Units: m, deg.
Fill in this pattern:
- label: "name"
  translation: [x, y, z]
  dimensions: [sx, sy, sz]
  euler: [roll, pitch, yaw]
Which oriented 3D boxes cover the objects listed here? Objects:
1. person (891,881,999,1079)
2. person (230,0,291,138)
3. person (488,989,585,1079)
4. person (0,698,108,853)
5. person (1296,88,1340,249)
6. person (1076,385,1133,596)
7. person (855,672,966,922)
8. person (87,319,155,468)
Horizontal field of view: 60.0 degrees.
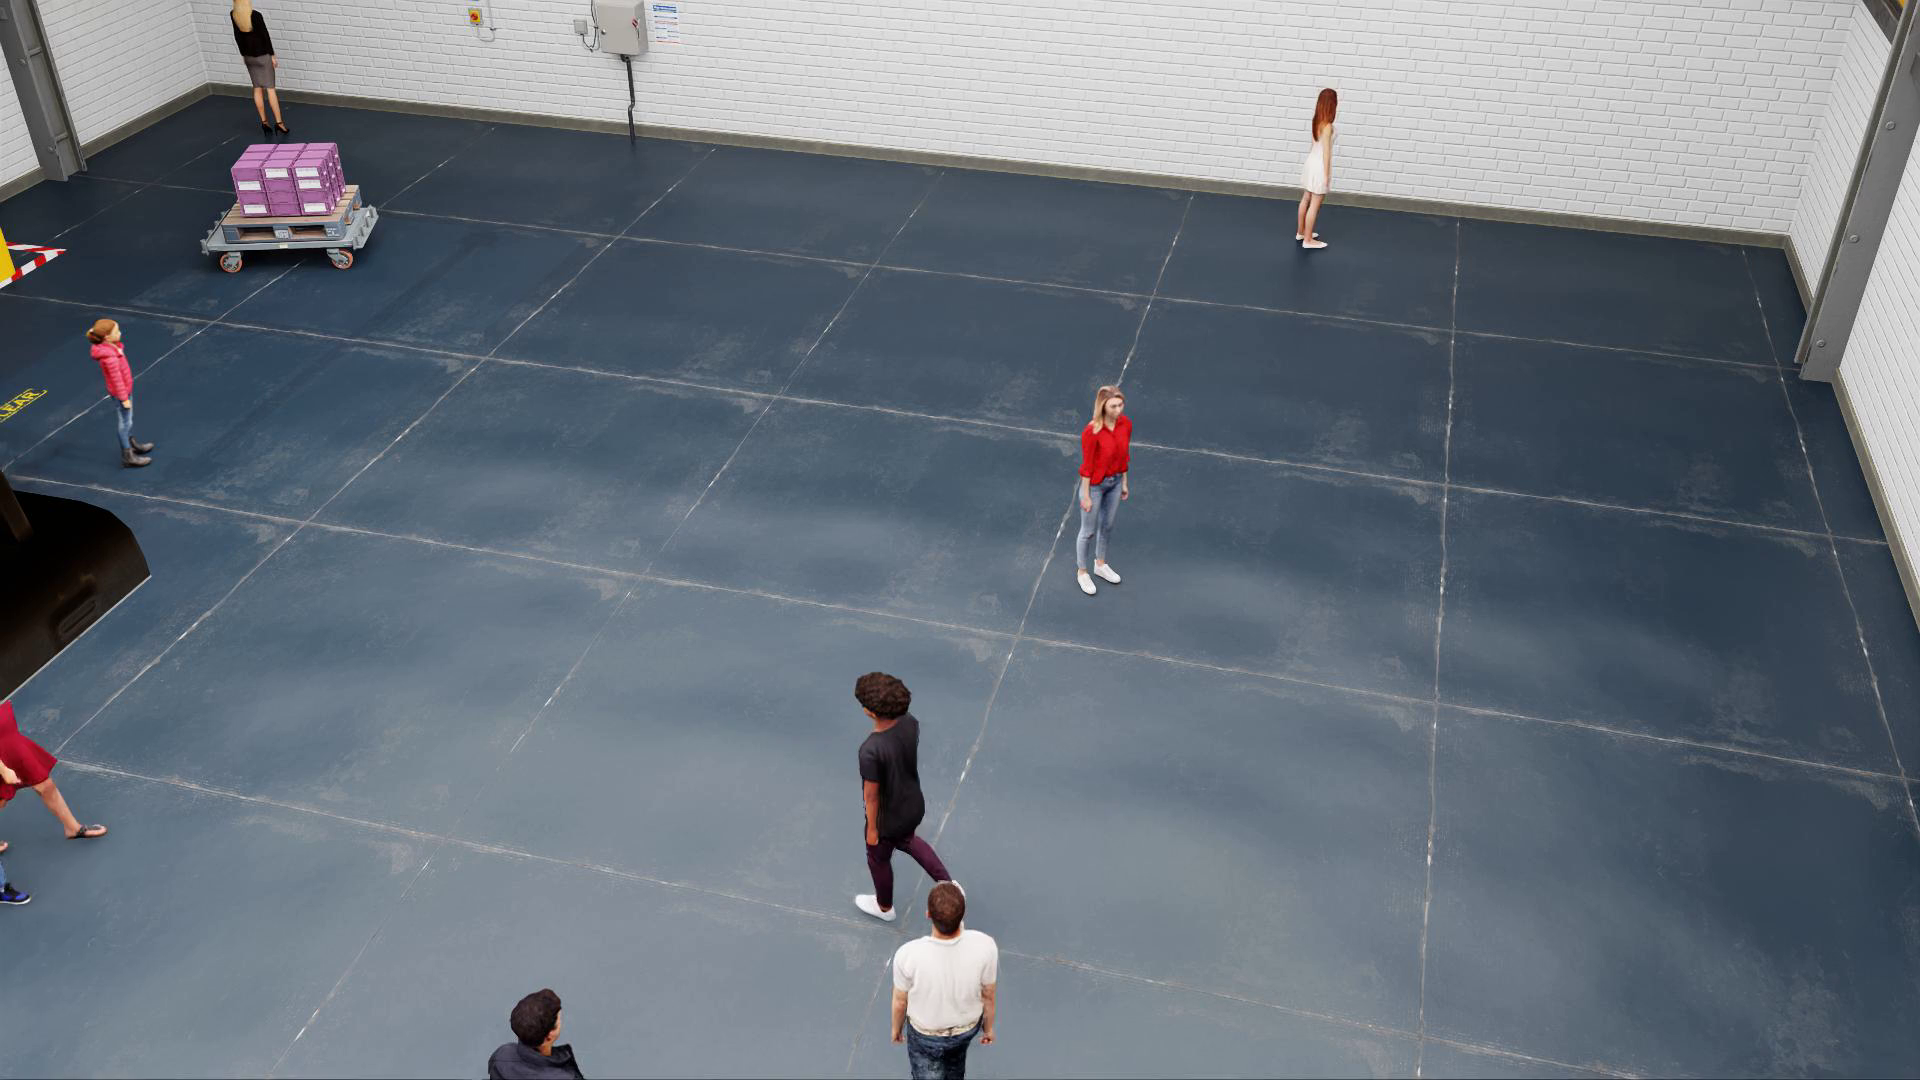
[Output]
- label: "person"
  translation: [-0.070, 2.437, 8.001]
  dimensions: [1.036, 1.823, 1.279]
  euler: [-7, 34, -10]
- label: "person"
  translation: [-8.668, -5.910, 20.540]
  dimensions: [0.614, 1.844, 0.564]
  euler: [5, 34, 8]
- label: "person"
  translation: [-1.839, 2.796, 7.378]
  dimensions: [0.880, 1.915, 0.805]
  euler: [19, 38, 26]
- label: "person"
  translation: [-5.837, 1.289, 9.996]
  dimensions: [0.737, 1.527, 1.008]
  euler: [1, 34, 2]
- label: "person"
  translation: [3.817, -3.979, 17.755]
  dimensions: [0.689, 1.711, 0.575]
  euler: [-5, 34, -7]
- label: "person"
  translation: [1.061, -0.402, 12.380]
  dimensions: [0.665, 1.704, 0.741]
  euler: [-21, 39, -28]
- label: "person"
  translation: [-0.322, 1.514, 9.440]
  dimensions: [0.848, 1.768, 0.920]
  euler: [18, 37, 24]
- label: "person"
  translation: [-7.089, -1.248, 14.007]
  dimensions: [0.655, 1.311, 0.571]
  euler: [-11, 35, -16]
